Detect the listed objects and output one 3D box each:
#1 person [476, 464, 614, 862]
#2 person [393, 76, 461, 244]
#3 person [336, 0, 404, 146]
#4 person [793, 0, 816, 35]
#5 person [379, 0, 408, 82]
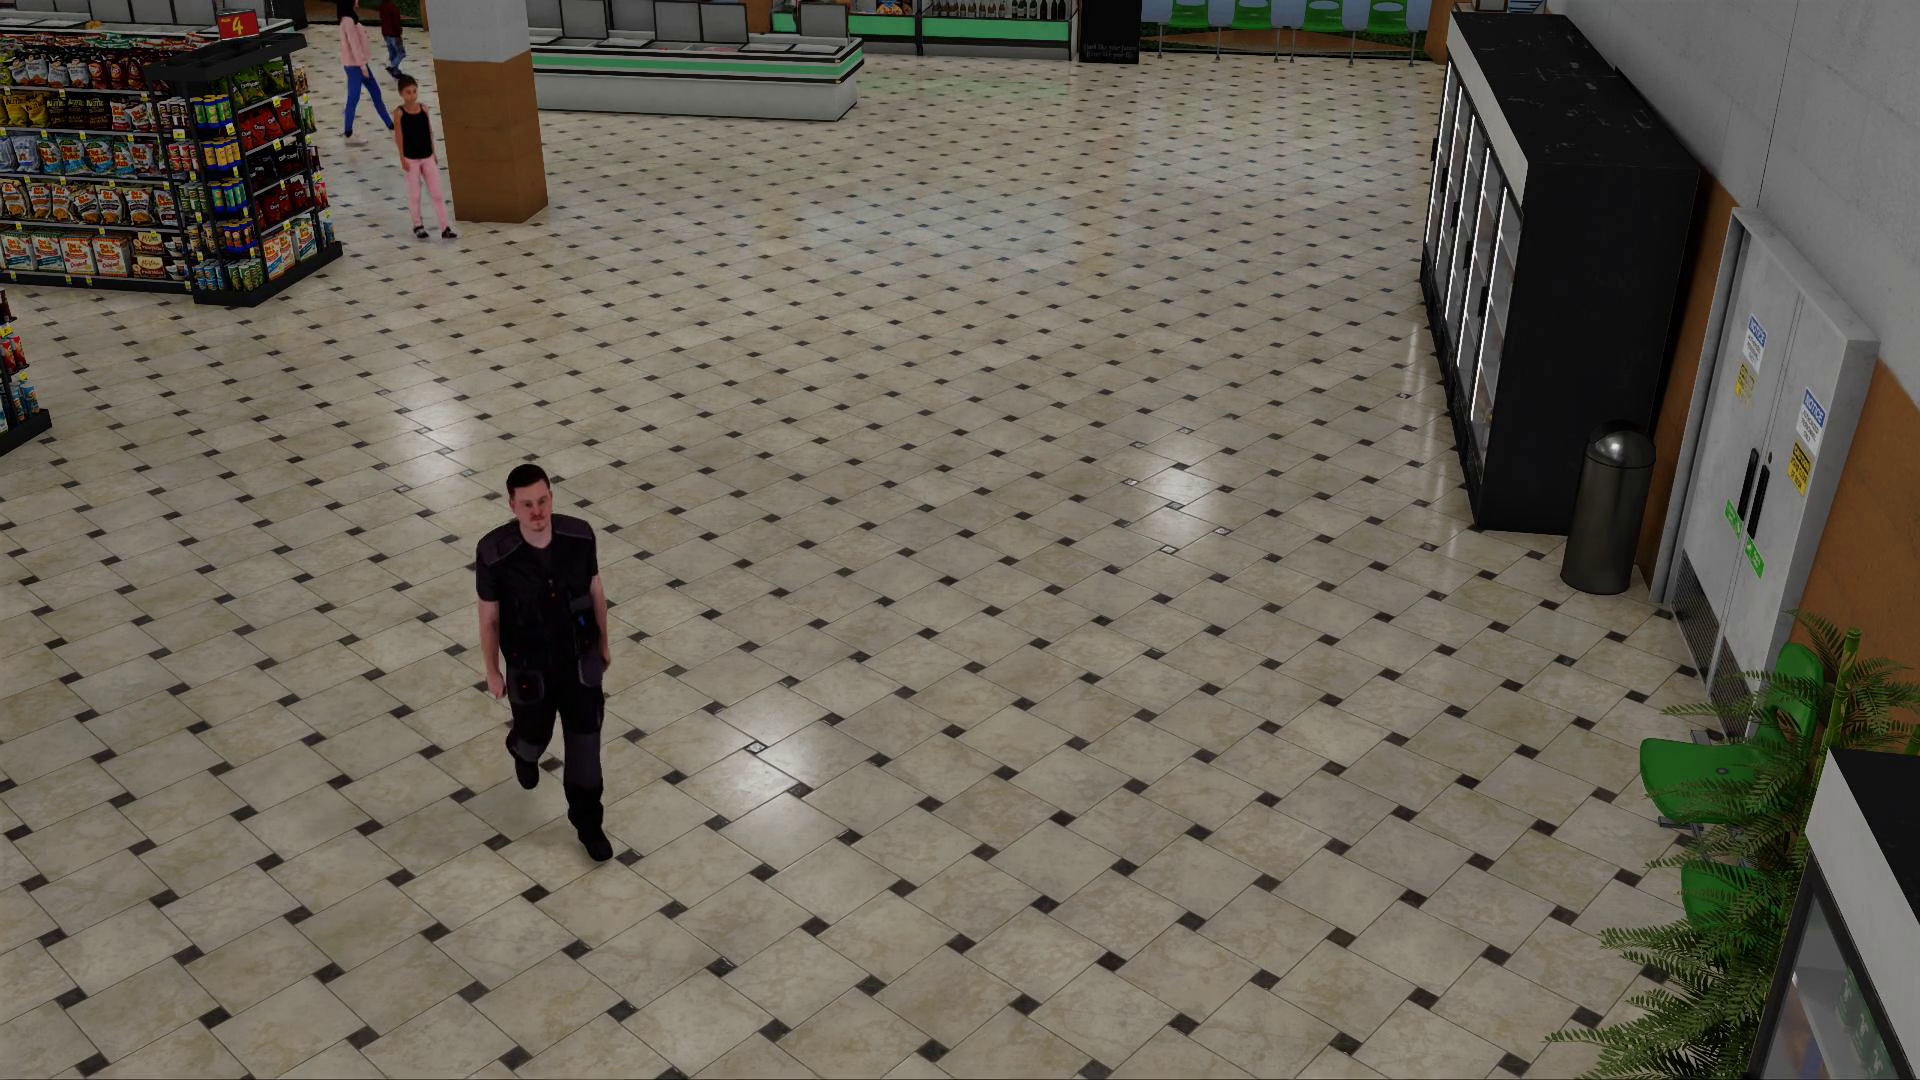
[{"bbox_3d":[-1.803,0.495,7.241,1.106,1.827,1.138,-15,30,-27],"label":"person"},{"bbox_3d":[-5.094,-3.550,15.541,0.877,1.535,0.971,-21,34,-35],"label":"person"},{"bbox_3d":[-6.933,-5.341,18.846,1.120,1.739,0.927,-6,28,-12],"label":"person"},{"bbox_3d":[-2.110,-6.843,21.841,0.870,1.709,0.711,12,29,22],"label":"person"},{"bbox_3d":[-7.606,-6.728,22.125,0.664,1.247,0.694,18,32,32],"label":"person"}]
